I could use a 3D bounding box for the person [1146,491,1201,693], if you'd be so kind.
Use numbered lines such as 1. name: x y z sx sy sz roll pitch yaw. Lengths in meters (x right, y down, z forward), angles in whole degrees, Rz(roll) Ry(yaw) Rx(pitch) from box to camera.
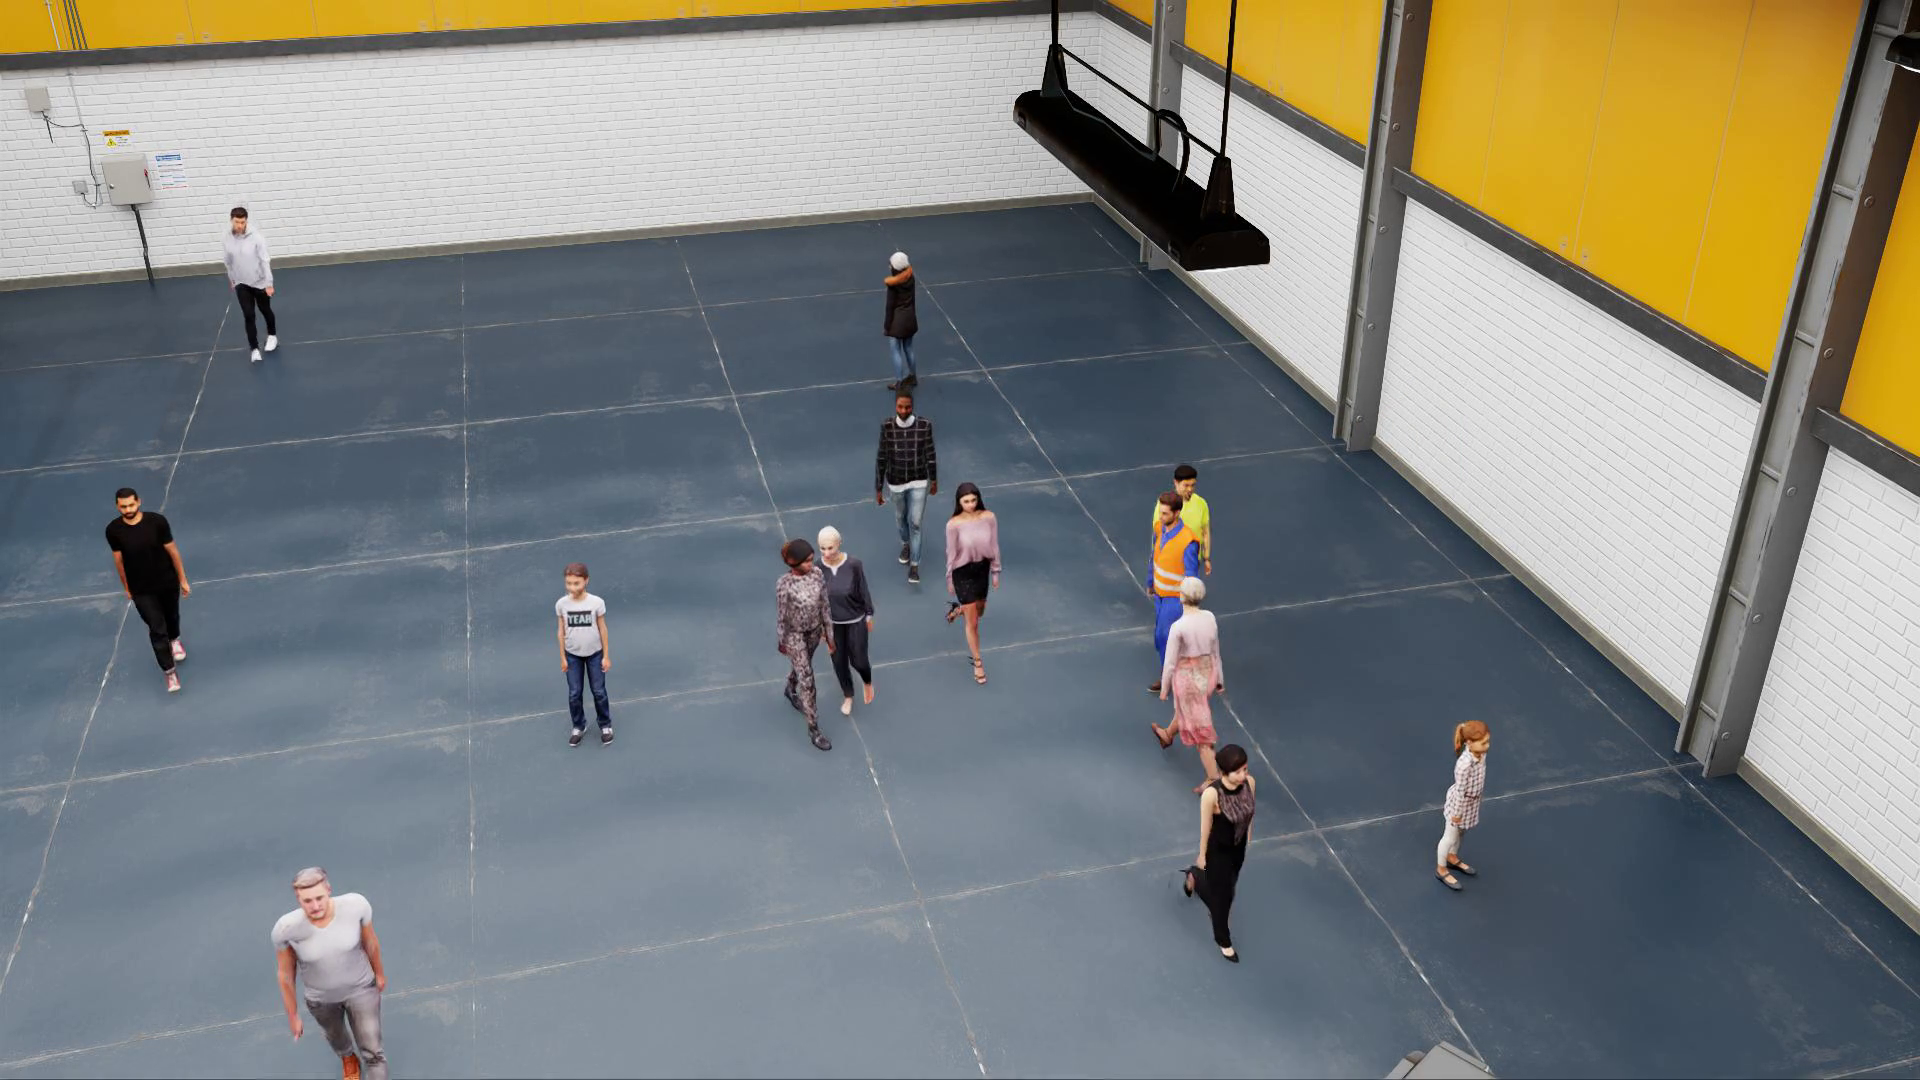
1. person: 1.782 0.420 13.406 0.858 1.845 0.766 -17 33 -29

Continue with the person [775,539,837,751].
1. person: -1.258 0.726 13.032 0.844 1.666 1.198 -18 33 -29

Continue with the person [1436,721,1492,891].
1. person: 3.465 1.787 11.458 0.657 1.311 0.622 23 36 36

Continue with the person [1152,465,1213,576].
1. person: 1.849 0.105 14.174 0.668 1.662 1.123 -9 30 -16

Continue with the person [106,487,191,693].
1. person: -6.645 0.323 13.718 0.847 1.717 1.198 -15 32 -25

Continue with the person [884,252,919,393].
1. person: -0.662 -2.491 18.969 0.778 1.629 0.741 23 36 35

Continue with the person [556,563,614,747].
1. person: -2.915 0.865 12.887 0.574 1.562 0.569 -2 29 -4

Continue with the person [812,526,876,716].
1. person: -0.914 0.578 13.261 0.748 1.707 0.781 0 29 -1

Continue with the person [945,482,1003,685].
1. person: 0.050 0.295 13.695 0.724 1.789 1.047 -12 31 -21

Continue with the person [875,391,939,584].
1. person: -0.478 -0.577 15.297 0.937 1.784 1.173 2 29 3

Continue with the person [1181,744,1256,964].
1. person: 1.676 1.965 10.849 0.761 1.582 1.004 -17 33 -28

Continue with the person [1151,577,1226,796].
1. person: 1.785 1.122 12.335 0.901 1.639 1.199 -24 37 -37

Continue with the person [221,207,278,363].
1. person: -8.436 -3.098 19.833 0.740 1.867 1.116 -3 29 -5

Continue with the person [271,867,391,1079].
1. person: -3.594 2.540 9.587 0.821 1.781 1.178 -12 31 -22
